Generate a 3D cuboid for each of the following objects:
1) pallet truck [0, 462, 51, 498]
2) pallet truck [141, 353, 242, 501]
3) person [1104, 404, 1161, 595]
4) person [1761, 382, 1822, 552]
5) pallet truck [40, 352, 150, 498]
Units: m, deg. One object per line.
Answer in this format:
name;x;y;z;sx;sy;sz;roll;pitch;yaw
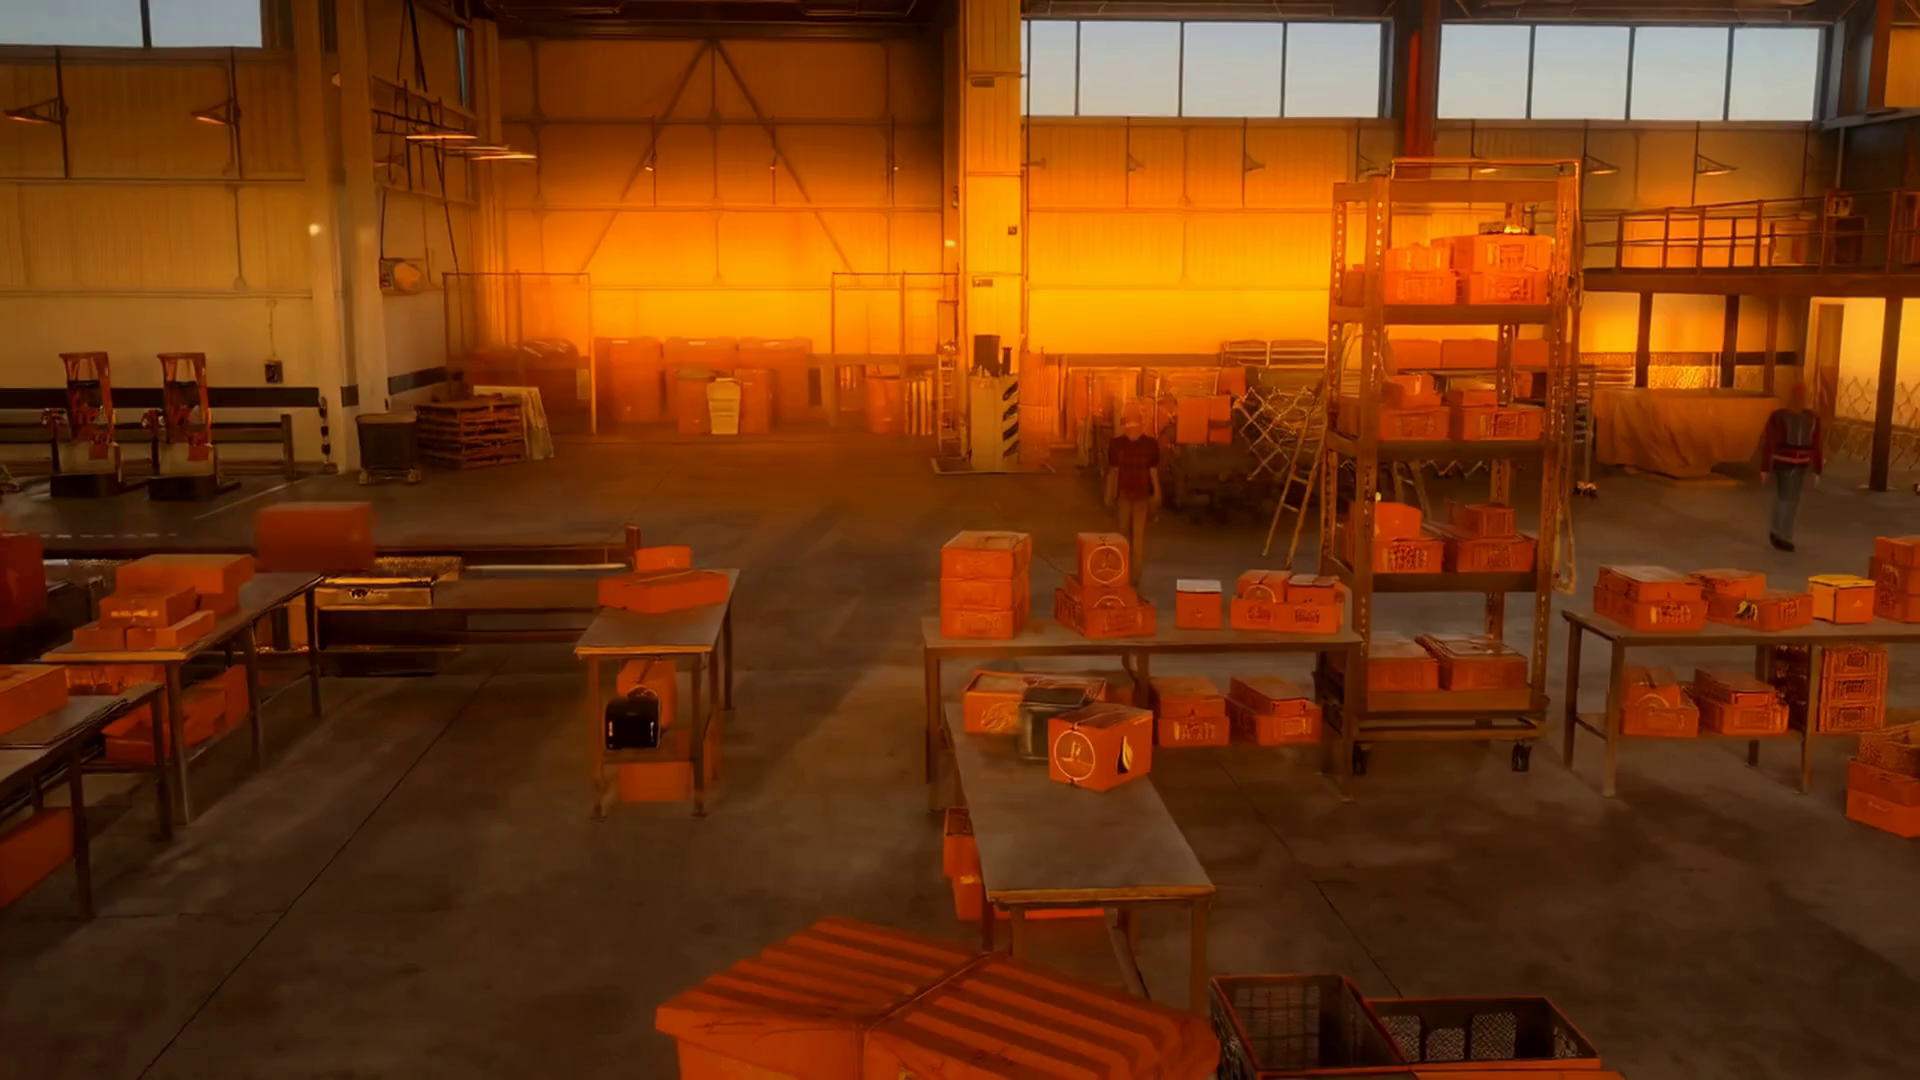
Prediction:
pallet truck;-13.193;-1.293;23.148;0.653;1.274;1.630;-1;9;-4
pallet truck;-10.520;-1.604;22.925;0.823;1.965;1.885;-1;9;-6
person;1.647;-0.394;15.847;0.528;1.842;0.876;2;9;12
person;9.102;-0.785;18.170;0.612;1.869;0.453;0;9;-1
pallet truck;-11.907;-1.642;23.165;0.823;1.965;1.885;0;9;0
